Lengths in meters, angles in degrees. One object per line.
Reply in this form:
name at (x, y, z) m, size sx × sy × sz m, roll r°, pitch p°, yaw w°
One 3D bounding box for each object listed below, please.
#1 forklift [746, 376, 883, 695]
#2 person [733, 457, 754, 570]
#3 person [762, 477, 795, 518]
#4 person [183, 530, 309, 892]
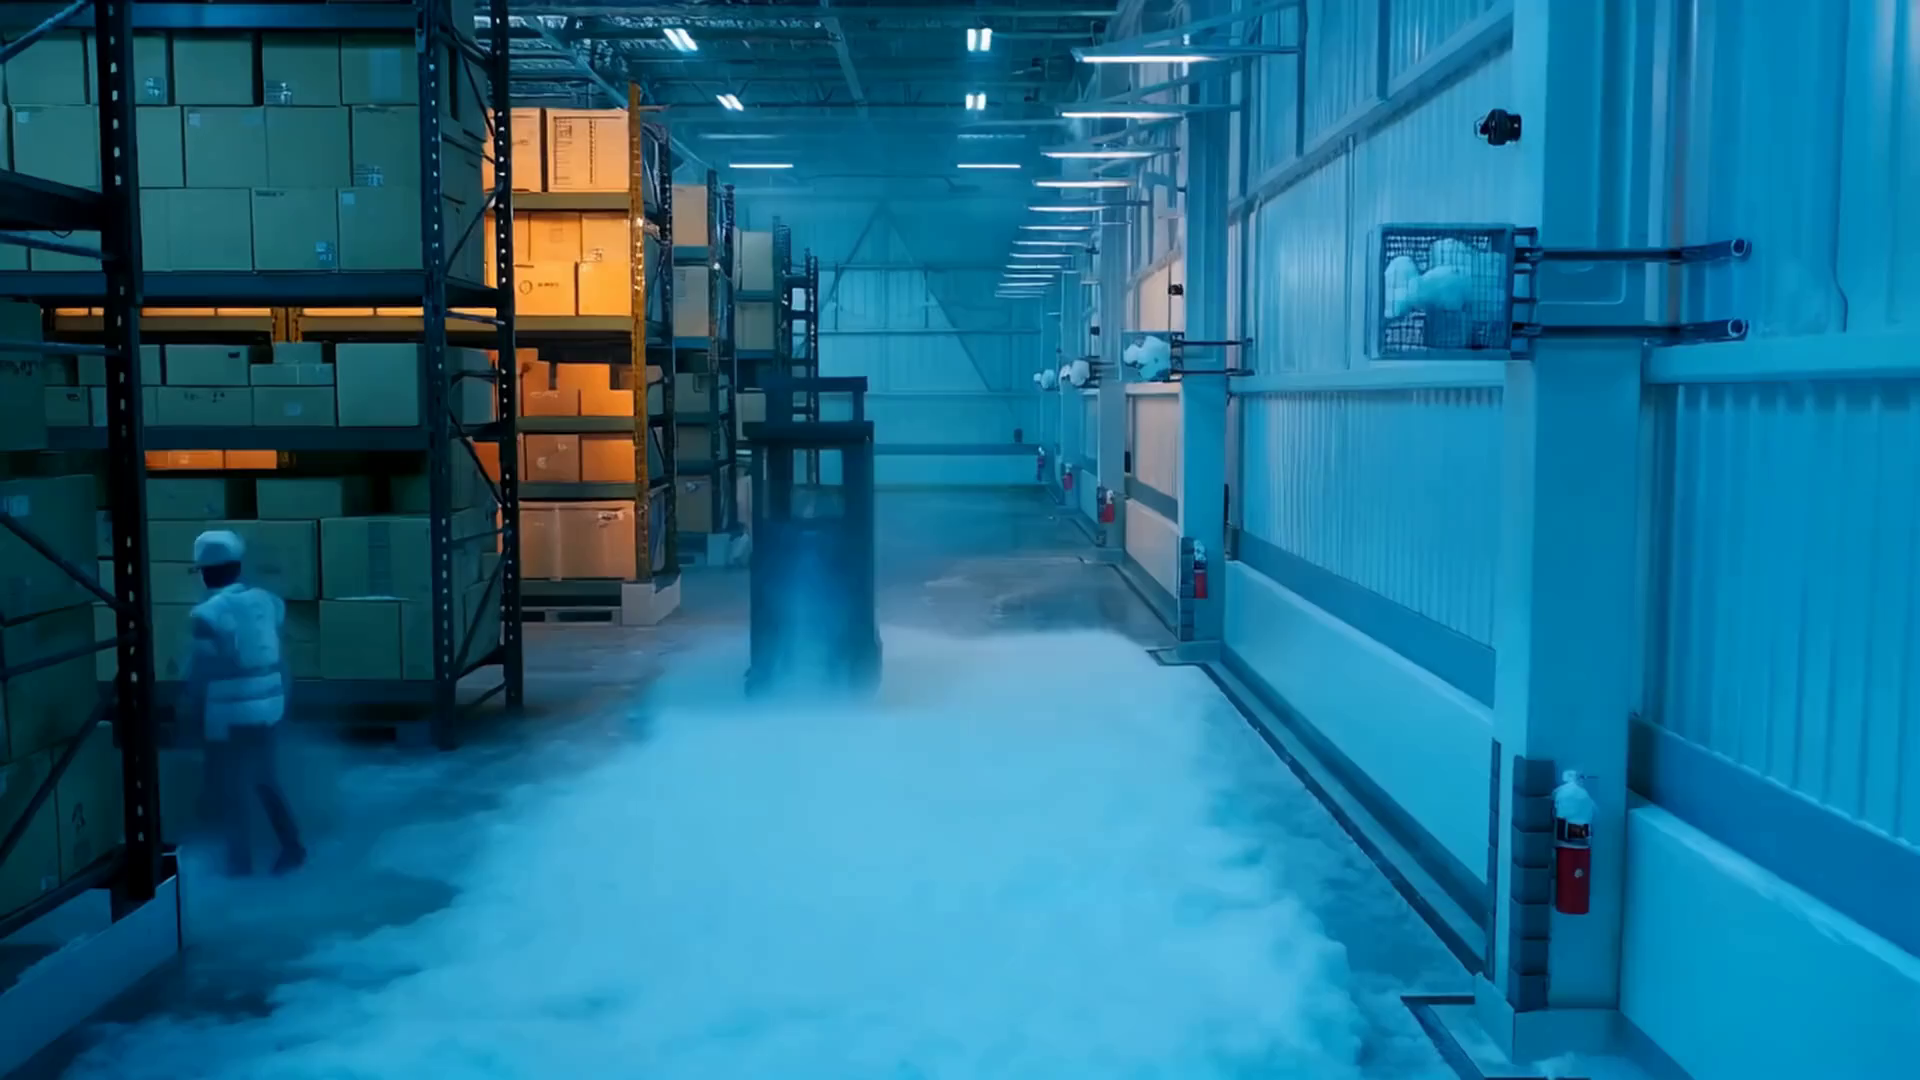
forklift at (-1.298, -0.109, 15.189) m, size 1.129 × 2.768 × 1.873 m, roll 0°, pitch 5°, yaw 0°
person at (-3.201, -0.390, 25.111) m, size 0.447 × 1.724 × 0.575 m, roll -3°, pitch 6°, yaw -30°
person at (-2.876, -0.450, 26.355) m, size 0.525 × 1.649 × 0.312 m, roll 1°, pitch 5°, yaw 10°
person at (-3.820, 0.912, 8.778) m, size 0.492 × 1.928 × 0.636 m, roll 2°, pitch 5°, yaw 20°
